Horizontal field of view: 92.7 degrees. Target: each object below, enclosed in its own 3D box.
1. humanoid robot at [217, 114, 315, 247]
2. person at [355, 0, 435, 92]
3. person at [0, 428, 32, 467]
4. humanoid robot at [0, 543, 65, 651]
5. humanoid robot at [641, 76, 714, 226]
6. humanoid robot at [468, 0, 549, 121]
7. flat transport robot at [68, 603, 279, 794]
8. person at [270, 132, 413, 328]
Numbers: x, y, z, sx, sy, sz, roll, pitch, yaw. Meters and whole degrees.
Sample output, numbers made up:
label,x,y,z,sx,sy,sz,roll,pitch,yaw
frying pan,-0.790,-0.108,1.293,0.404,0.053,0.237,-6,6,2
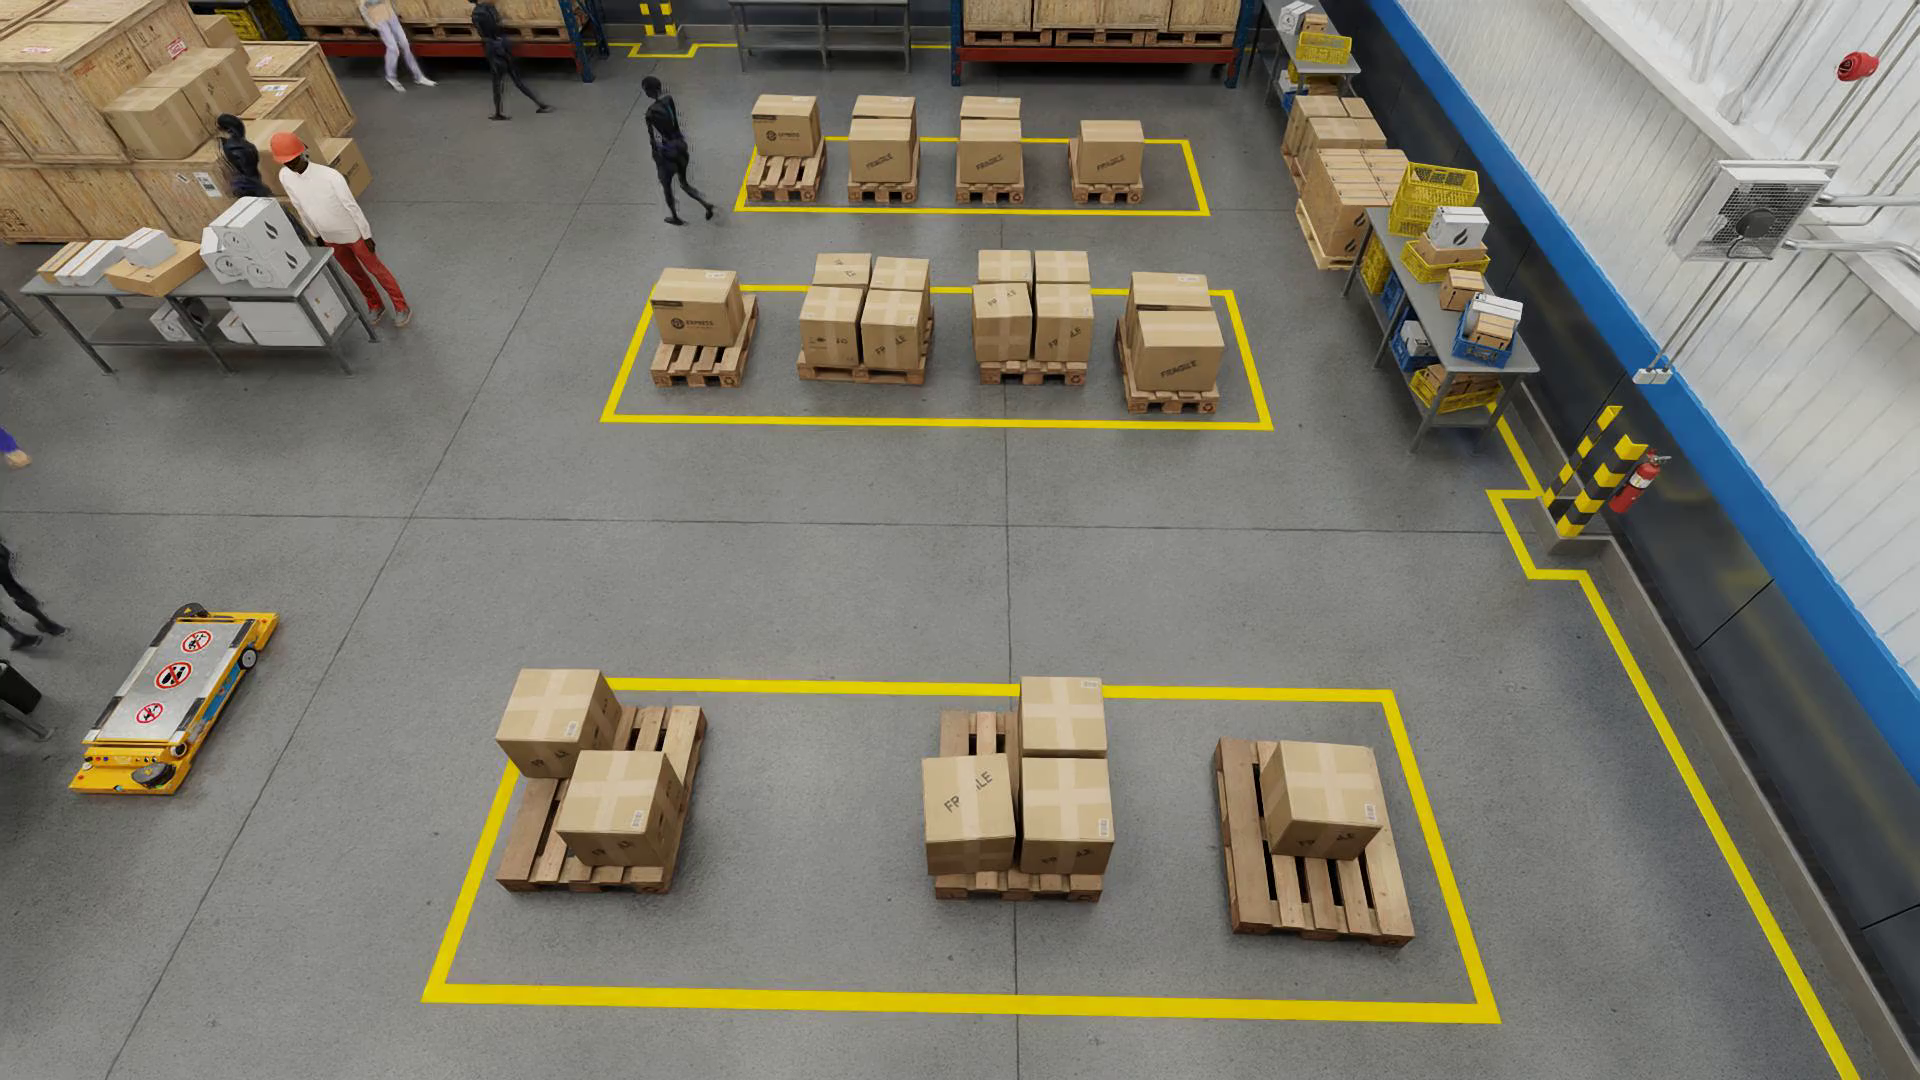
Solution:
label,x,y,z,sx,sy,sz,roll,pitch,yaw
humanoid robot,-7.268,-3.598,9.508,0.727,1.620,0.607,-13,51,-11
person,-7.714,-6.998,12.221,0.462,1.938,0.597,13,51,10
person,-8.689,-1.447,7.432,0.953,2.000,0.713,37,59,27
humanoid robot,-6.981,0.124,6.348,0.490,1.631,0.601,14,51,12
humanoid robot,-3.131,-4.227,10.025,0.551,1.641,0.617,18,52,15
humanoid robot,-5.929,-6.254,11.770,0.758,1.629,0.603,2,50,2
flat transport robot,-5.504,1.072,6.442,0.652,0.197,1.431,1,50,1
person,-5.888,-2.903,8.702,0.614,1.986,0.405,3,50,3
